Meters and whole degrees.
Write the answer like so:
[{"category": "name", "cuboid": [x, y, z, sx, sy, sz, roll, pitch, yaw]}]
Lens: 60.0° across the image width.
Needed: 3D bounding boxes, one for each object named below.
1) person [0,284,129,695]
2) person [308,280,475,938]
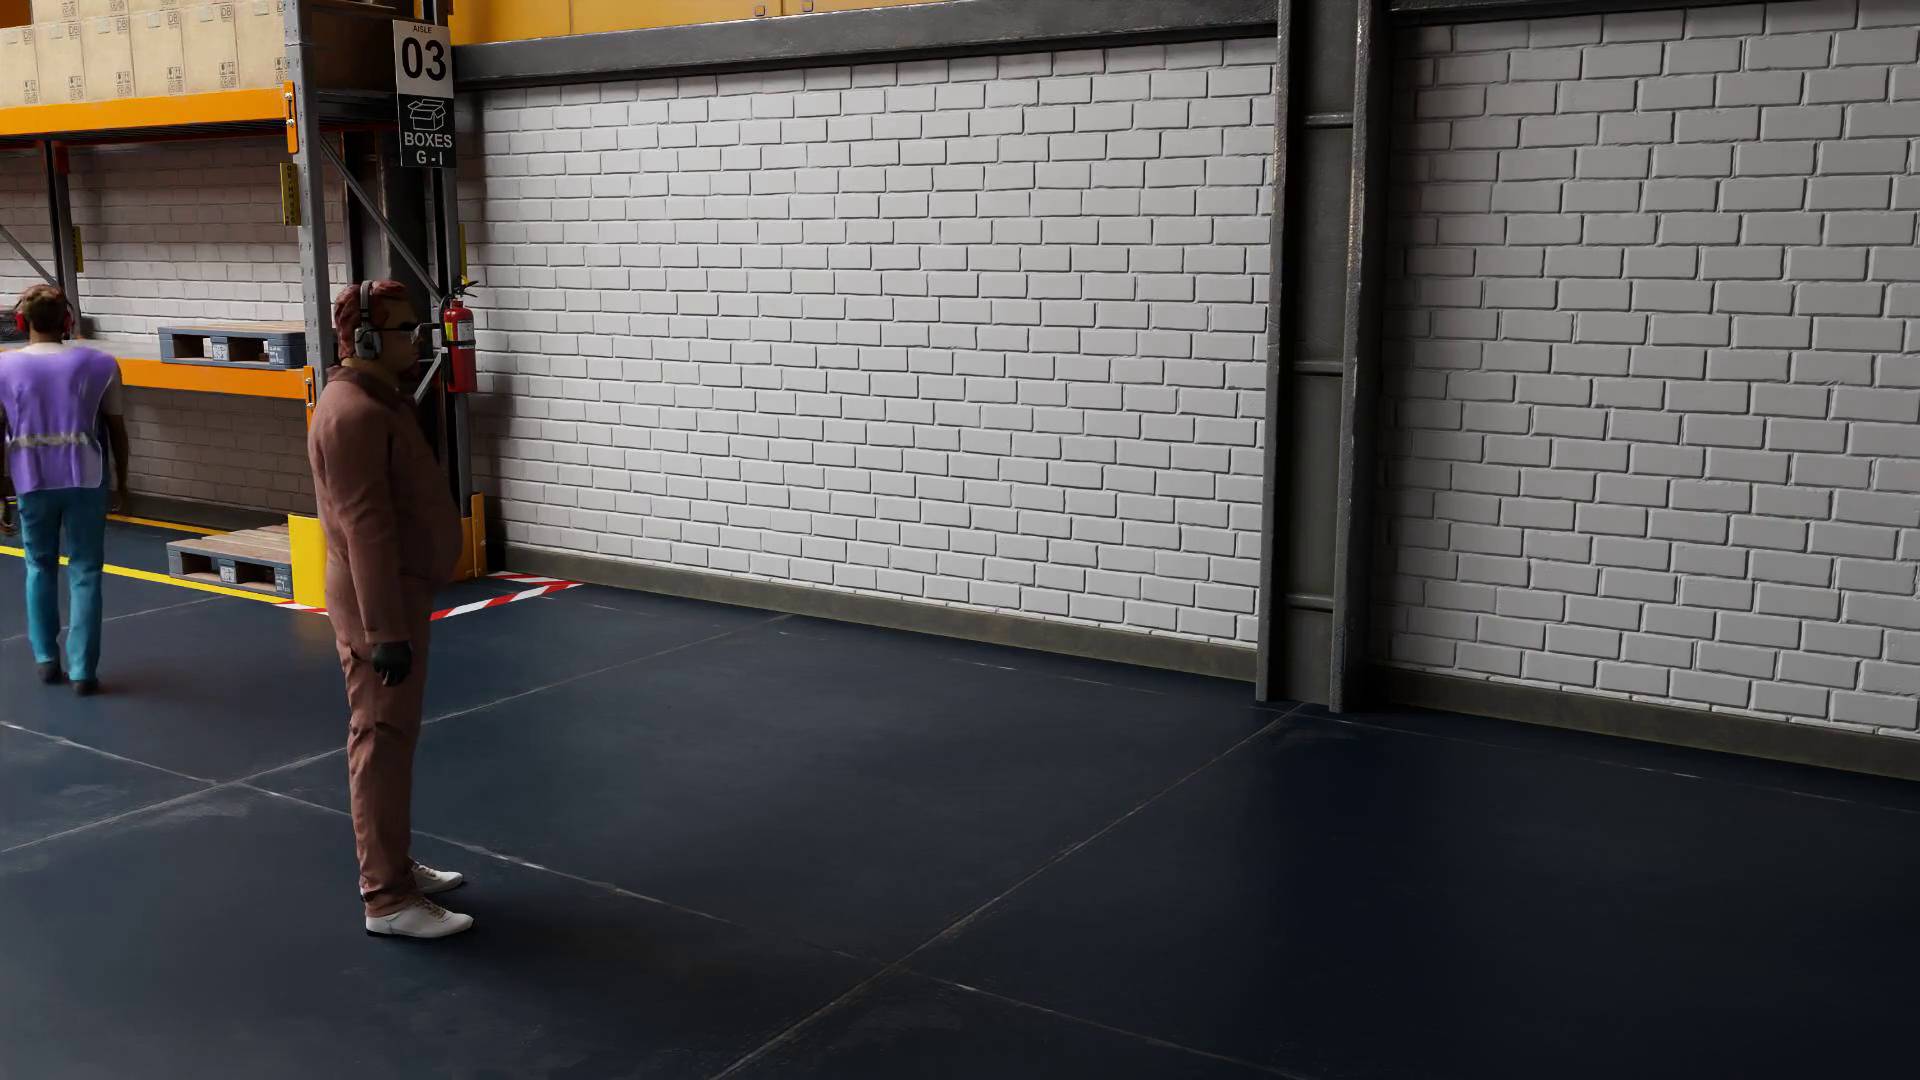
[{"category": "person", "cuboid": [-4.064, -0.235, 7.541, 0.557, 1.818, 0.714, -5, 11, -24]}, {"category": "person", "cuboid": [-1.664, 0.201, 4.891, 0.408, 1.909, 0.638, -4, 11, -19]}]
